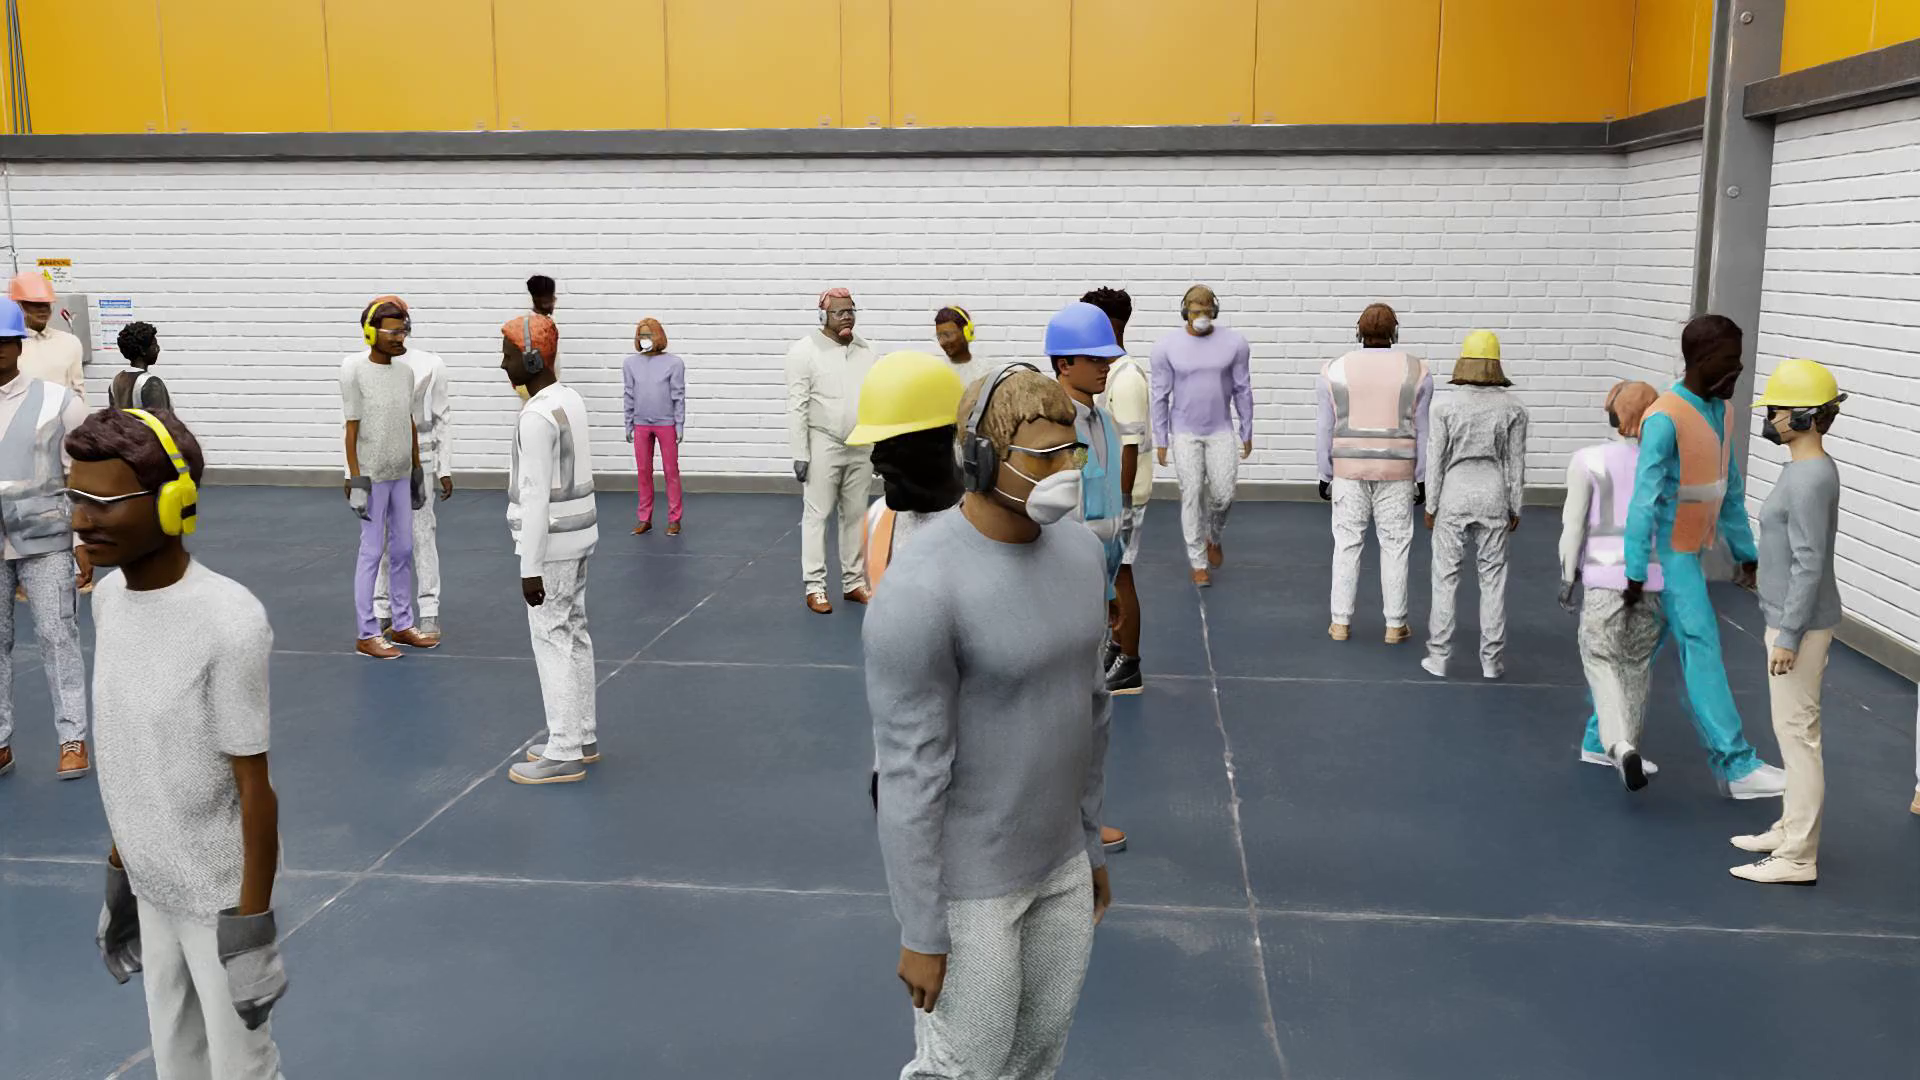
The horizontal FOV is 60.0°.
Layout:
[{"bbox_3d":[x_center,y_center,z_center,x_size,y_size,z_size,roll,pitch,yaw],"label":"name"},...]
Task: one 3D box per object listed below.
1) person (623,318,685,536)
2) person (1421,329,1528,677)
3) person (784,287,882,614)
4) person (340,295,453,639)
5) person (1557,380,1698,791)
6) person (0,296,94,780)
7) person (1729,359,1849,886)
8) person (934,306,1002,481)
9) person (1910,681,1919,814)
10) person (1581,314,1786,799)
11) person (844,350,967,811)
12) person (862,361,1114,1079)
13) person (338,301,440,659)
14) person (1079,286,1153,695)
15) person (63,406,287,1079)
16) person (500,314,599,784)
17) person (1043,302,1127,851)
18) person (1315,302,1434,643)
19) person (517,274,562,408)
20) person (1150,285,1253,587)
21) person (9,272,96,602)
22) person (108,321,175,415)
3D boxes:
[{"bbox_3d":[-2.281,-0.842,12.423,0.491,1.625,0.284,2,10,12],"label":"person"},{"bbox_3d":[2.559,-0.180,8.322,0.489,1.736,0.351,1,10,5],"label":"person"},{"bbox_3d":[-0.711,-0.531,9.837,0.648,1.907,0.409,-8,13,-38],"label":"person"},{"bbox_3d":[-3.060,-0.383,9.053,0.584,1.882,0.337,-1,10,-6],"label":"person"},{"bbox_3d":[2.653,0.187,6.542,0.526,1.614,0.658,0,10,1],"label":"person"},{"bbox_3d":[-3.776,0.004,6.645,0.605,1.951,0.381,-3,10,-17],"label":"person"},{"bbox_3d":[2.787,0.278,5.606,0.329,1.767,0.528,5,11,28],"label":"person"},{"bbox_3d":[0.033,-0.434,9.575,0.539,1.805,1.009,2,10,13],"label":"person"},{"bbox_3d":[3.733,0.167,6.026,0.429,1.844,0.622,1,10,8],"label":"person"},{"bbox_3d":[2.937,0.064,6.523,0.965,1.872,0.598,8,13,40],"label":"person"},{"bbox_3d":[-0.033,0.520,3.826,0.459,1.911,0.611,-6,12,-32],"label":"person"},{"bbox_3d":[0.073,0.631,3.136,0.368,1.932,0.622,7,12,36],"label":"person"},{"bbox_3d":[-3.006,-0.314,8.726,0.331,1.863,0.508,5,11,26],"label":"person"},{"bbox_3d":[0.732,-0.235,8.005,0.378,1.957,0.609,-1,10,-4],"label":"person"},{"bbox_3d":[-1.427,0.674,3.087,0.514,1.861,0.339,7,12,36],"label":"person"},{"bbox_3d":[-1.640,0.041,6.656,0.361,1.879,0.583,0,10,2],"label":"person"},{"bbox_3d":[0.377,0.164,5.733,0.393,1.949,0.602,7,12,34],"label":"person"},{"bbox_3d":[2.241,-0.357,9.021,0.626,1.846,0.429,3,10,16],"label":"person"},{"bbox_3d":[-3.509,-1.246,13.894,0.373,1.933,0.772,-2,10,-13],"label":"person"},{"bbox_3d":[1.523,-0.662,10.571,0.666,1.911,0.535,0,10,0],"label":"person"},{"bbox_3d":[-5.602,-0.626,10.159,0.401,1.988,0.639,6,12,32],"label":"person"},{"bbox_3d":[-4.921,-0.469,10.084,0.533,1.697,0.318,7,12,35],"label":"person"}]
